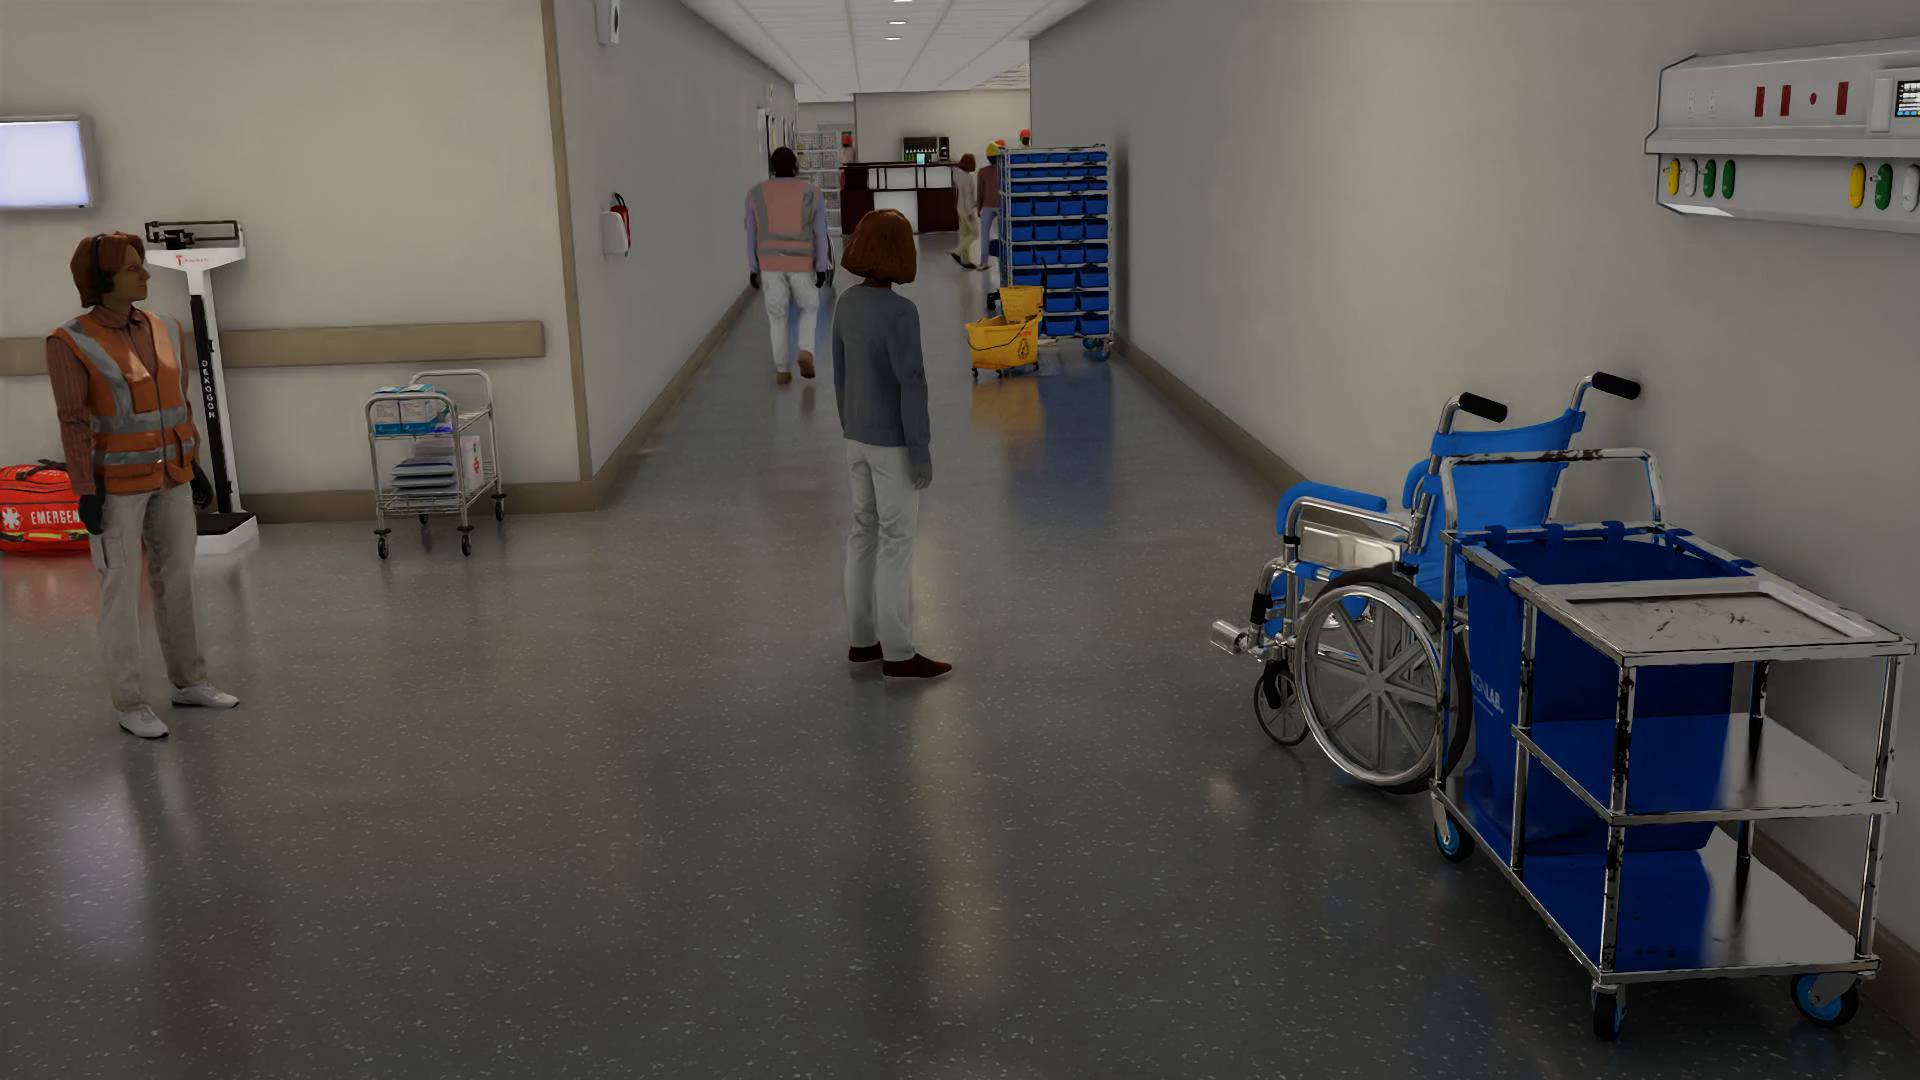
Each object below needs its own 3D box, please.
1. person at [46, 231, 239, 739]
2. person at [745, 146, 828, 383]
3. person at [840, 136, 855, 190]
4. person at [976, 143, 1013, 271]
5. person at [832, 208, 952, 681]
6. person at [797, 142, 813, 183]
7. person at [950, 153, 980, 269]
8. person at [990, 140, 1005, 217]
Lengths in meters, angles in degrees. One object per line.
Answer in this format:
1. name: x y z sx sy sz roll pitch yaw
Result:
1. person: -2.700 -0.182 5.478 0.305 1.645 0.522 4 15 21
2. person: -1.336 -2.121 12.917 0.632 1.829 0.433 -2 14 -2
3. person: -3.163 -10.299 46.475 0.533 1.949 0.656 -13 18 -40
4. person: 0.486 -4.621 23.121 0.541 1.756 0.332 2 14 16
5. person: -0.257 -0.325 5.798 0.265 1.632 0.507 -10 16 -32
6. person: -3.599 -8.104 37.783 0.597 1.824 0.413 -13 18 -38
7. person: 0.086 -4.640 23.522 0.402 1.618 0.522 -4 14 -11
8. person: 0.916 -8.343 38.384 0.353 1.743 0.564 10 18 40
